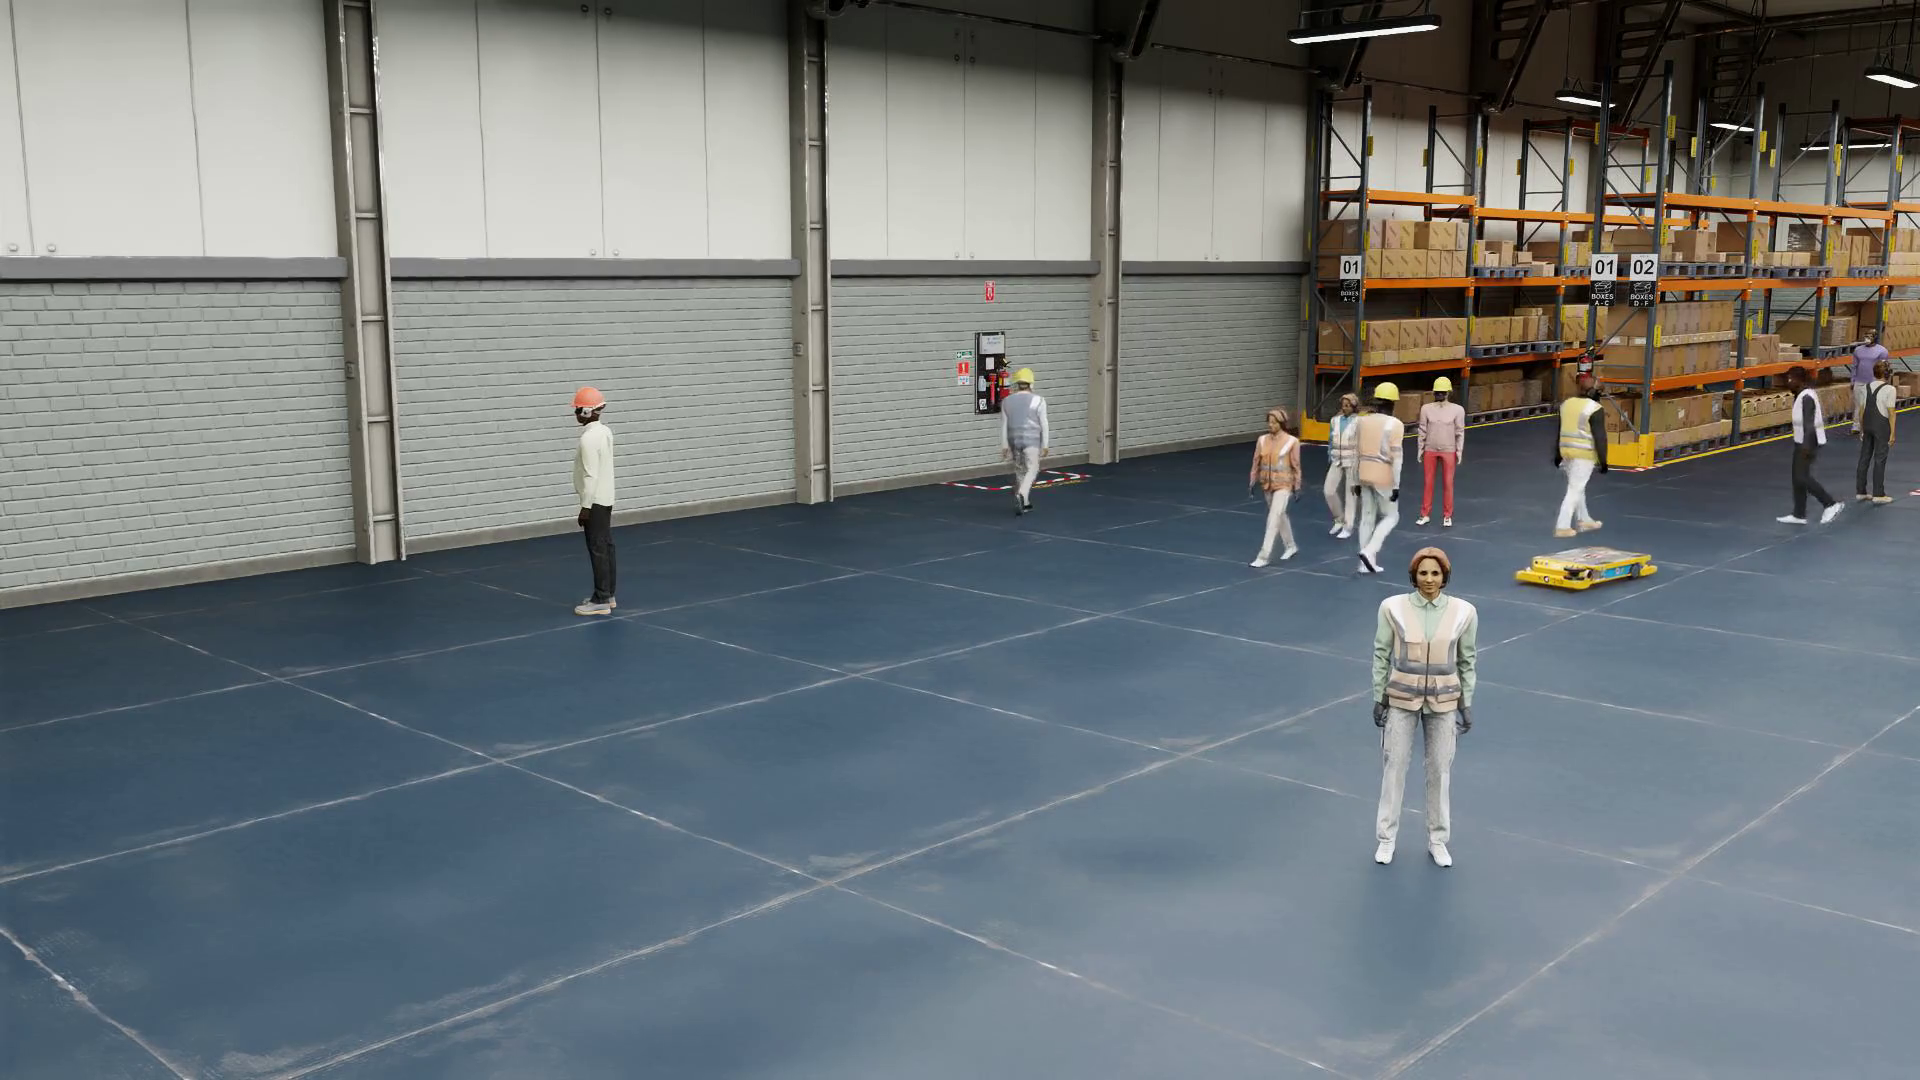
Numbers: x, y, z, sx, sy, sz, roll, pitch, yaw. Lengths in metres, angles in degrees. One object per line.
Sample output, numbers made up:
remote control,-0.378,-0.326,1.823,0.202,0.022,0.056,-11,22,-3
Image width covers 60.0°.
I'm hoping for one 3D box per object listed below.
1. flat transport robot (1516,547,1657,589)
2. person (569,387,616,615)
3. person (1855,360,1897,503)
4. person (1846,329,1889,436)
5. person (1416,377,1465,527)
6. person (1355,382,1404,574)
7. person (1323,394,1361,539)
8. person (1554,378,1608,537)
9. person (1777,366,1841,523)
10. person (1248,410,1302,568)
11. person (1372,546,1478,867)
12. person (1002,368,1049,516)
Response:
flat transport robot,6.106,0.257,16.171,1.431,0.197,0.652,-7,12,-38
person,-3.213,-0.345,14.592,0.378,1.995,0.609,0,9,3
person,11.839,-1.396,21.456,0.342,1.846,0.508,-4,10,-22
person,16.221,-2.800,29.734,0.371,1.940,0.630,-6,11,-33
person,5.624,-1.033,19.495,0.533,1.765,0.329,5,10,27
person,4.107,-0.595,16.377,0.520,1.913,0.605,-7,12,-37
person,4.321,-0.825,18.603,0.360,1.625,0.547,-8,12,-40
person,7.070,-0.935,18.816,0.847,1.793,0.697,-4,10,-21
person,10.052,-1.116,19.677,0.615,1.873,0.661,4,10,20
person,3.241,-0.541,17.010,0.877,1.594,0.529,-8,12,-41
person,2.346,0.842,8.445,0.510,1.640,0.308,1,9,9
person,0.771,-1.198,20.361,0.600,1.814,0.754,5,10,26
